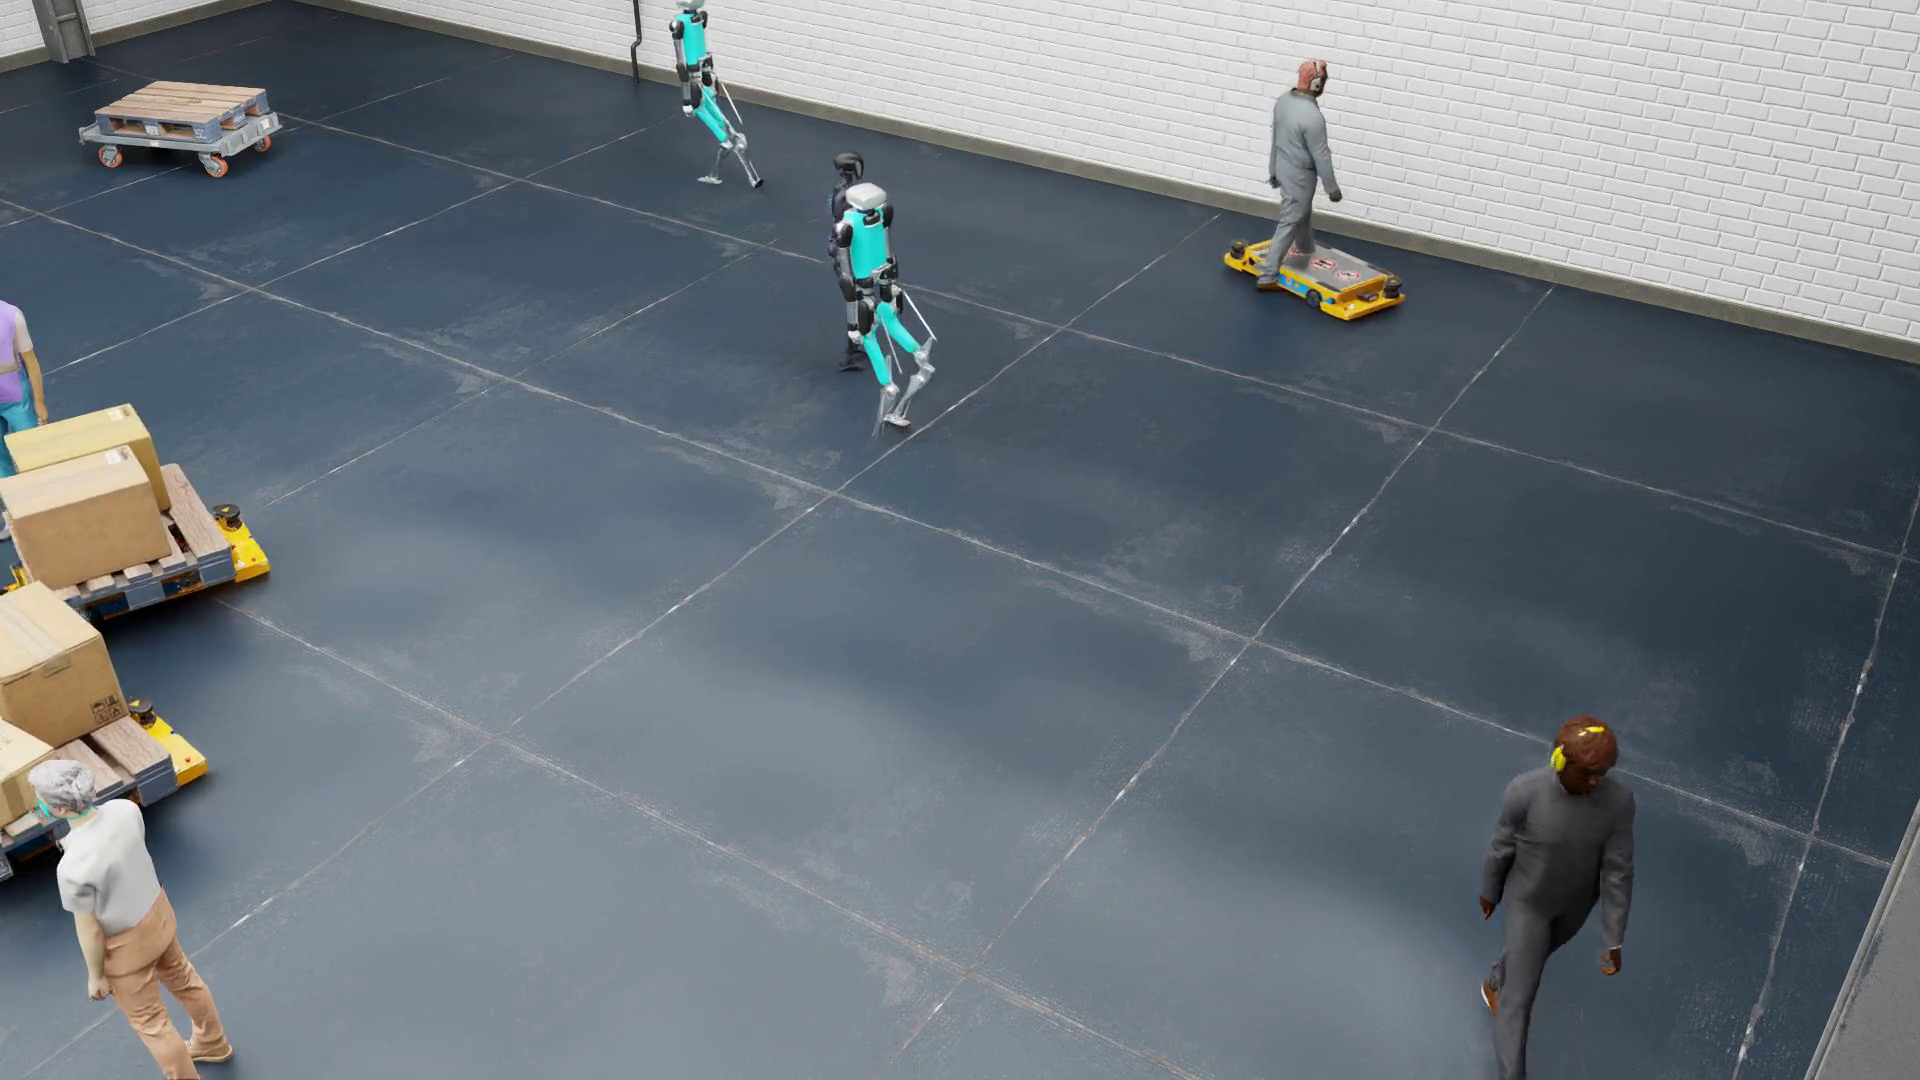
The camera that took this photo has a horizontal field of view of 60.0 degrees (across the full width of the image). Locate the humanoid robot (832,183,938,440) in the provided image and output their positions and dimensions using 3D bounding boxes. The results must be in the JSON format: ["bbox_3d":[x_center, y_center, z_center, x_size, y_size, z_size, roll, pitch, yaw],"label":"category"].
[{"bbox_3d":[-0.437,-1.440,11.222,0.718,1.880,0.539,22,39,30],"label":"humanoid robot"}]

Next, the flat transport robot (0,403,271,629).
[{"bbox_3d":[-4.957,0.205,9.938,1.431,0.231,0.659,-21,38,-29],"label":"flat transport robot"}]

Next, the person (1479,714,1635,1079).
[{"bbox_3d":[2.334,1.487,6.512,0.491,1.815,1.015,-2,33,-3],"label":"person"}]

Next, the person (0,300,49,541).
[{"bbox_3d":[-5.841,-0.858,10.130,0.563,1.850,0.391,-2,33,-4],"label":"person"}]

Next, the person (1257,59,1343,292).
[{"bbox_3d":[2.790,-2.890,13.273,0.787,1.871,0.661,-6,33,-9],"label":"person"}]

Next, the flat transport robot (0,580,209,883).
[{"bbox_3d":[-4.577,1.291,8.248,0.659,0.231,1.431,26,41,34],"label":"flat transport robot"}]

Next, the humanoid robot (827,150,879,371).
[{"bbox_3d":[-0.774,-2.027,12.110,0.328,1.653,0.590,-11,34,-17],"label":"humanoid robot"}]

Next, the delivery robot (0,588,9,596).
[{"bbox_3d":[-5.830,0.383,9.404,0.499,0.603,0.794,11,34,17],"label":"delivery robot"}]

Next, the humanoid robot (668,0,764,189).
[{"bbox_3d":[-2.167,-4.020,15.230,0.851,1.856,0.551,12,35,18],"label":"humanoid robot"}]

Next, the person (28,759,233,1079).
[{"bbox_3d":[-3.243,1.544,6.500,0.326,1.736,0.469,1,33,1],"label":"person"}]

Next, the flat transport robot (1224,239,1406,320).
[{"bbox_3d":[2.905,-2.195,13.672,0.659,0.231,1.431,-21,38,-29],"label":"flat transport robot"}]
